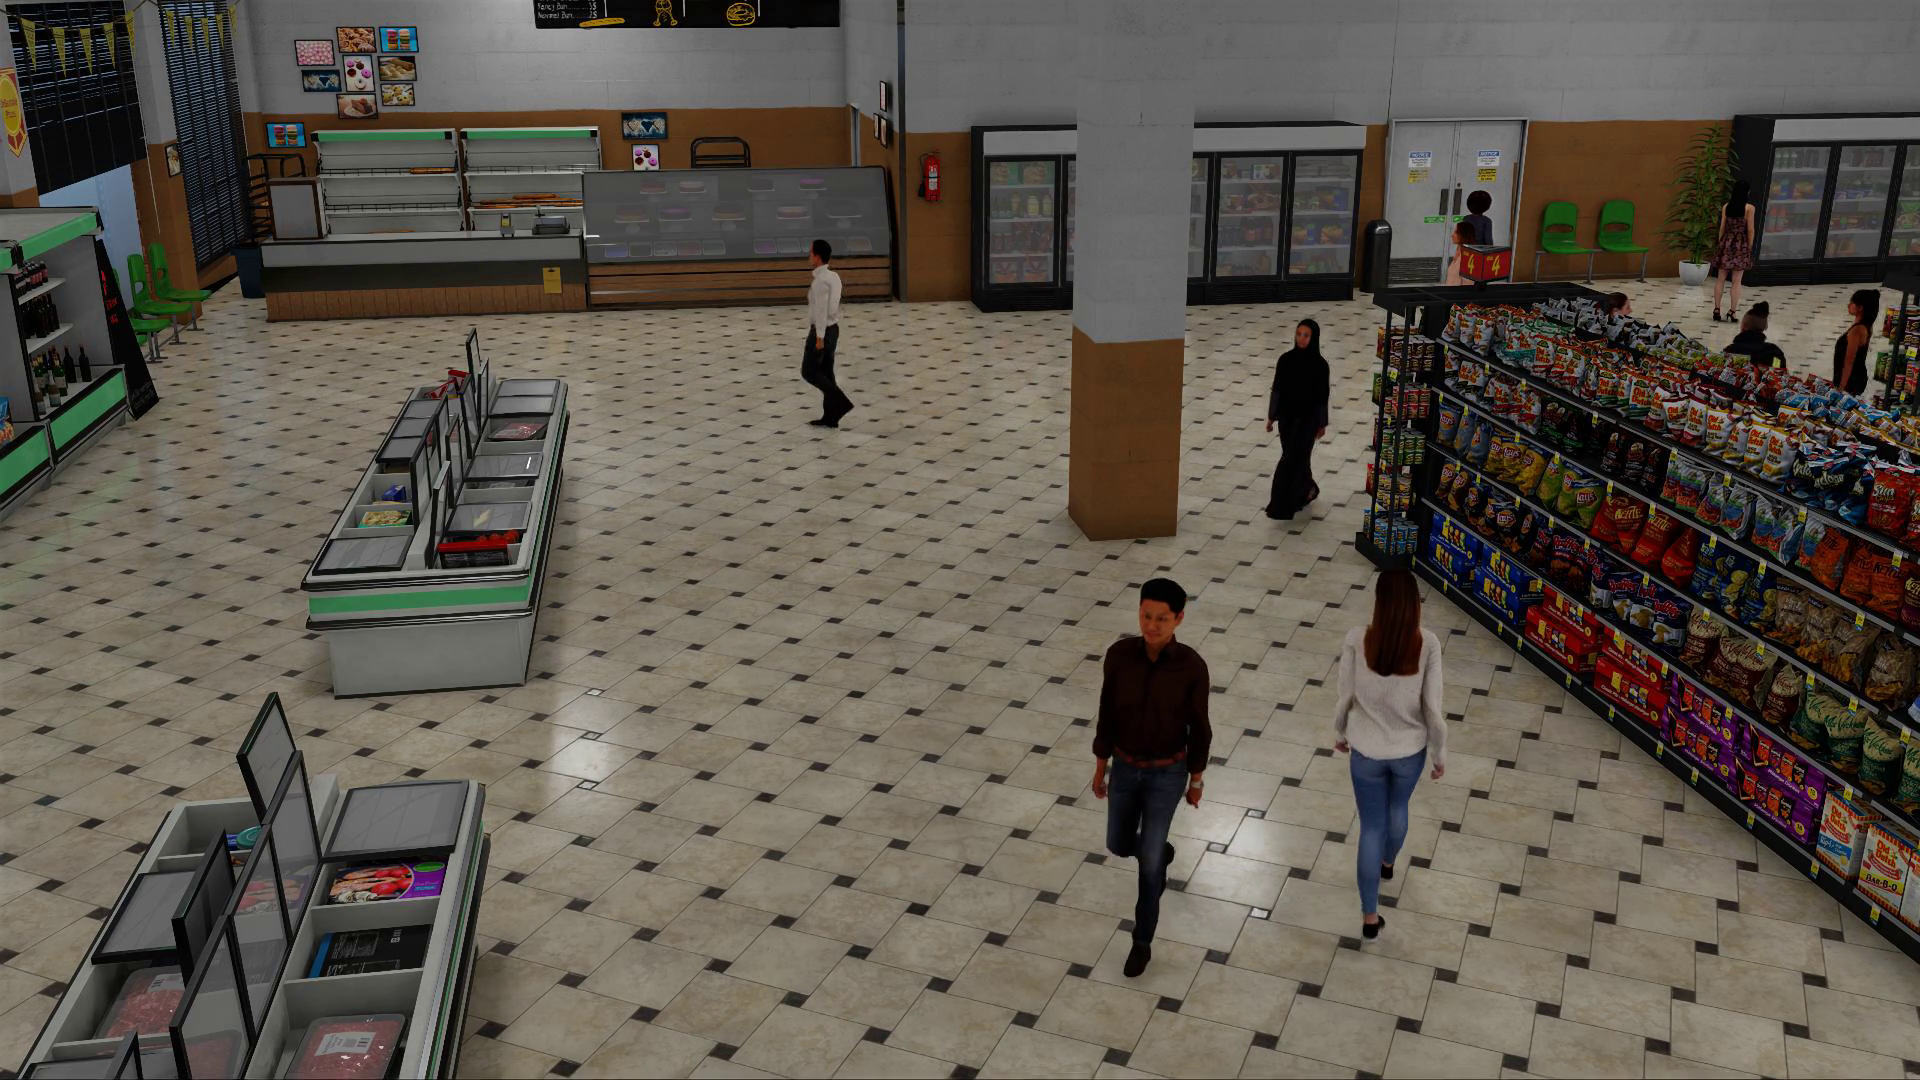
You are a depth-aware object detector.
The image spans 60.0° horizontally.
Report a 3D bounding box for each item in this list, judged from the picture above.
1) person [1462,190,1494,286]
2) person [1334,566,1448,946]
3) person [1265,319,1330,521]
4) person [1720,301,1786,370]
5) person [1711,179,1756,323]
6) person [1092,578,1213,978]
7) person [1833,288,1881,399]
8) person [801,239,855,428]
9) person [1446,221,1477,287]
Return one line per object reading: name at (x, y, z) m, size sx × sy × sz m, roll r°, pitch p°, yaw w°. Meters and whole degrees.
person at (6.271, -3.398, 20.289) m, size 0.728 × 1.710 × 0.634 m, roll -18°, pitch 25°, yaw -42°
person at (1.896, 0.988, 7.388) m, size 0.953 × 1.642 × 1.215 m, roll 5°, pitch 19°, yaw 16°
person at (2.745, -0.979, 13.280) m, size 1.110 × 1.604 × 1.087 m, roll 16°, pitch 25°, yaw 40°
person at (5.895, -0.848, 12.499) m, size 0.809 × 1.855 × 0.744 m, roll -2°, pitch 19°, yaw -7°
person at (9.713, -3.628, 20.872) m, size 0.859 × 1.774 × 0.782 m, roll -17°, pitch 25°, yaw -41°
person at (0.841, 0.977, 7.235) m, size 0.963 × 1.761 × 1.089 m, roll 8°, pitch 20°, yaw 22°
person at (7.690, -1.328, 14.241) m, size 0.911 × 1.652 × 0.855 m, roll 12°, pitch 22°, yaw 31°
person at (-1.211, -1.942, 15.828) m, size 0.845 × 1.802 × 0.773 m, roll 3°, pitch 19°, yaw 9°
person at (5.154, -2.391, 17.174) m, size 0.688 × 1.792 × 0.522 m, roll 0°, pitch 19°, yaw 1°
